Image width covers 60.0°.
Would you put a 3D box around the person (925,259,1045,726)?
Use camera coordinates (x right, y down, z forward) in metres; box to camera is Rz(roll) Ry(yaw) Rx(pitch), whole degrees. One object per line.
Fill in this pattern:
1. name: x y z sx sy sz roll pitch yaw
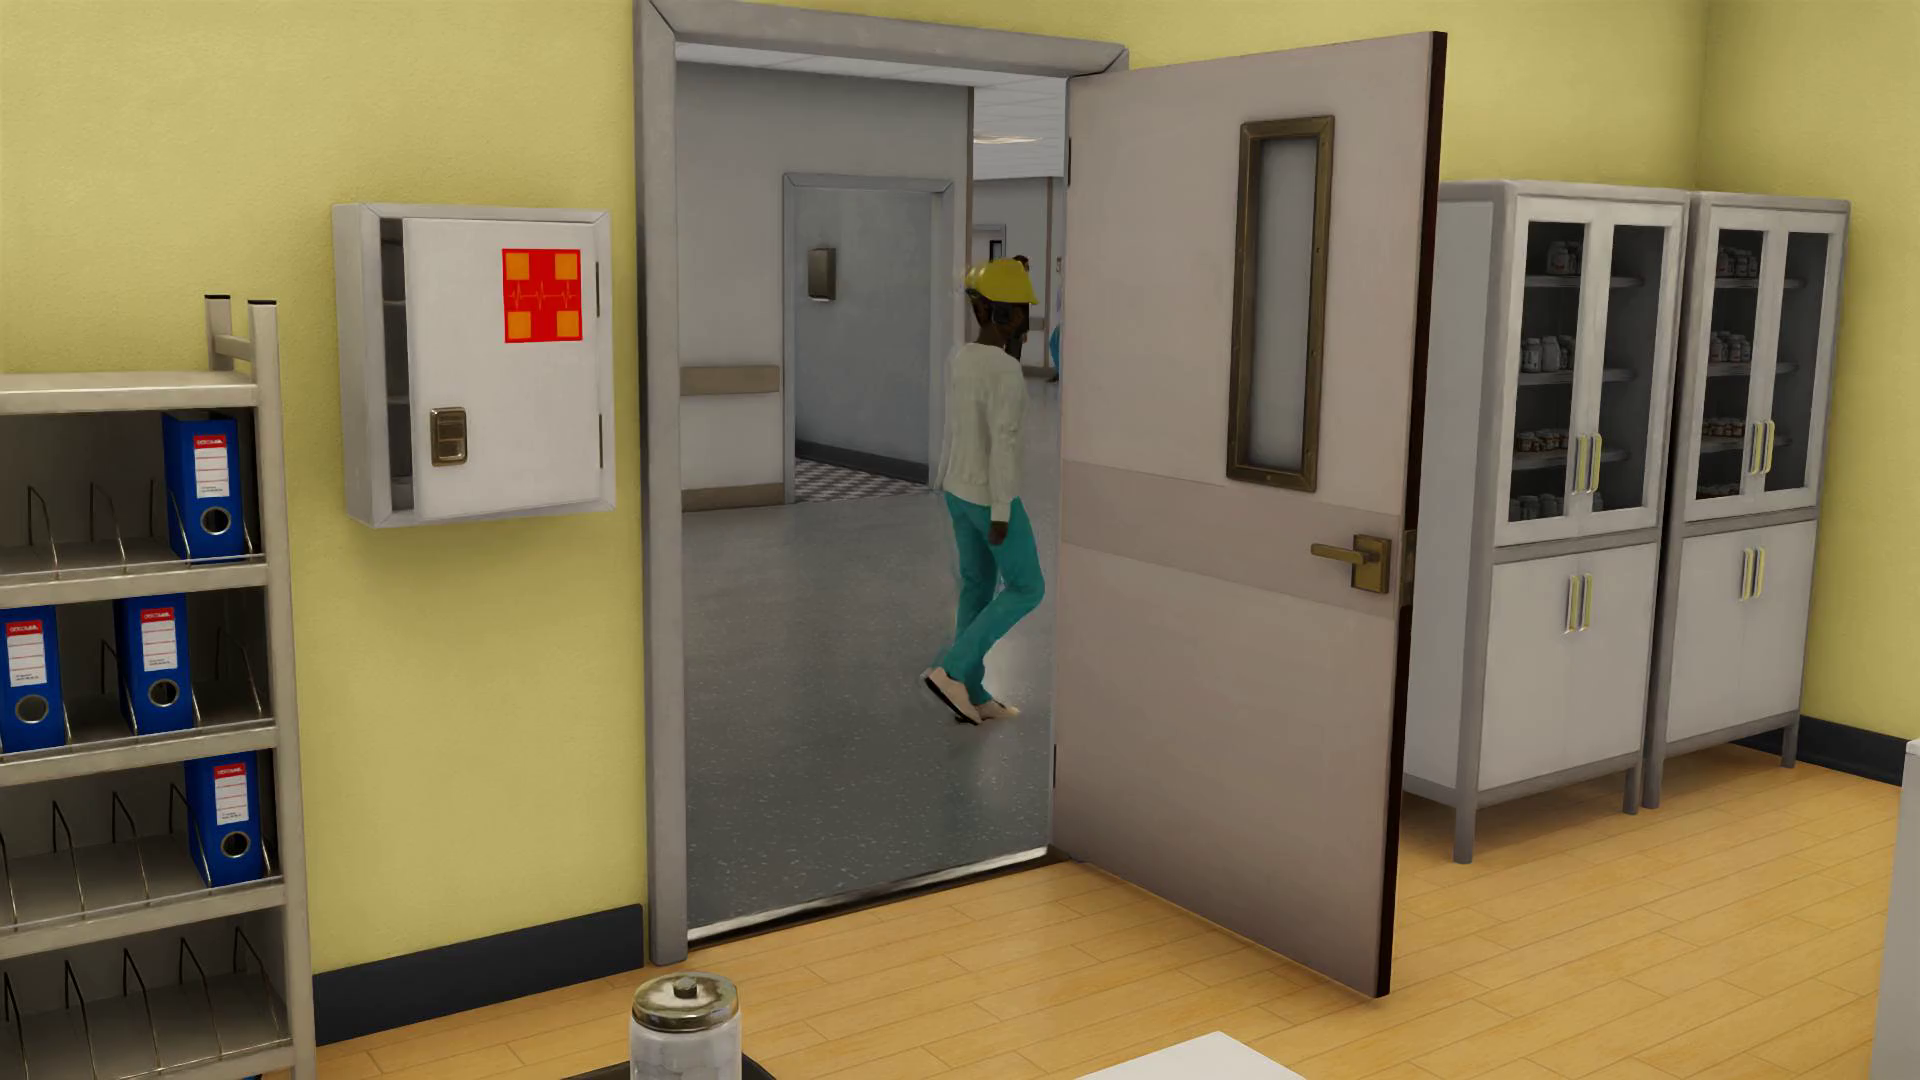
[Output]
1. person: 0.102 -0.157 6.180 0.394 1.755 0.524 -3 10 -24

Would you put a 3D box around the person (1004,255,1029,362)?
1. person: 0.700 -2.663 20.960 0.346 1.838 0.502 -2 10 -15
